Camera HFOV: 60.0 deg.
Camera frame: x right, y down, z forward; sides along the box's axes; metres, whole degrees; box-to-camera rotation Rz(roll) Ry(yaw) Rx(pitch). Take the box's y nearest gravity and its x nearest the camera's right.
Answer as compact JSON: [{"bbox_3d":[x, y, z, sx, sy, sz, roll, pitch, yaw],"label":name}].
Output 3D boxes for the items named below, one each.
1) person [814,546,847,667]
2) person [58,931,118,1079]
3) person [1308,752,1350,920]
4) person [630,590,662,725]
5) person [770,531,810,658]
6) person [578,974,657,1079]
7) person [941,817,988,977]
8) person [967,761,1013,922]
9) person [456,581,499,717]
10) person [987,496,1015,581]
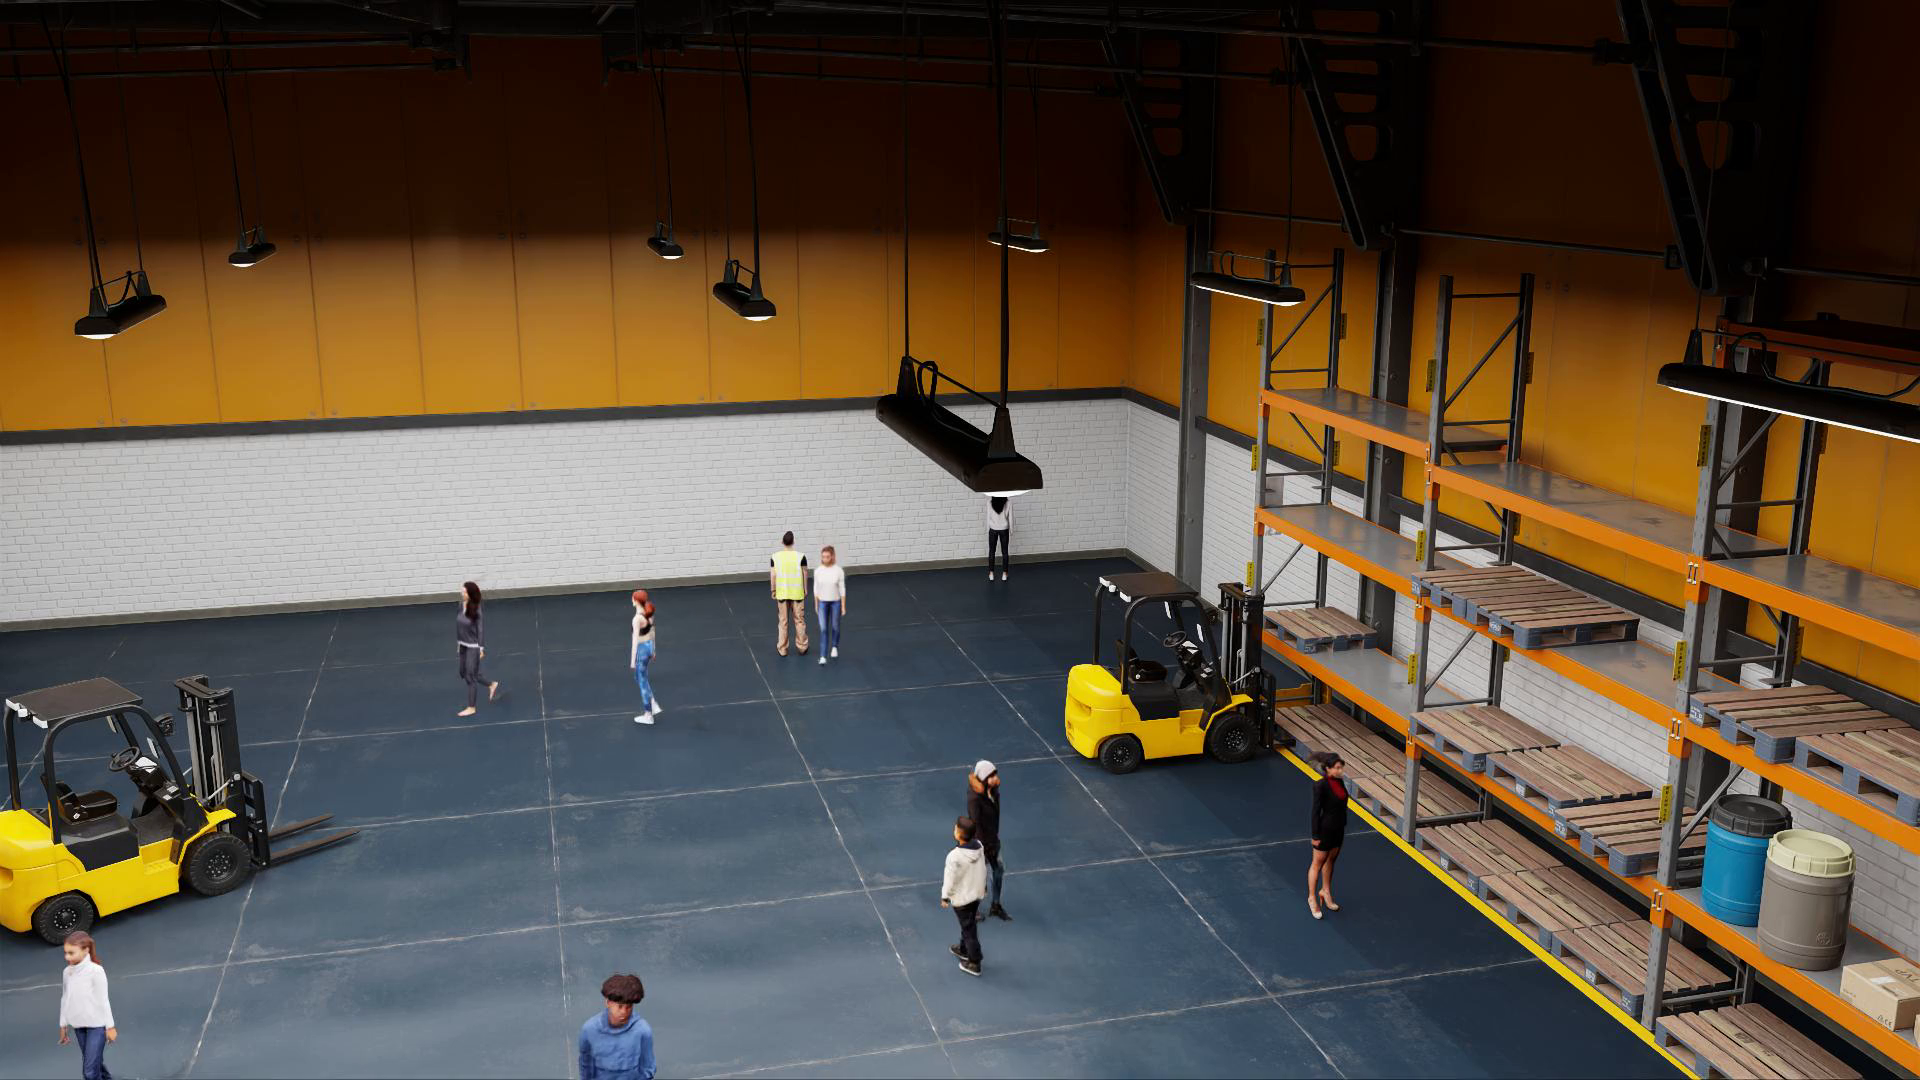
[{"bbox_3d":[-1.834,0.933,23.710,0.880,1.669,1.188,1,14,3],"label":"person"},{"bbox_3d":[-6.571,3.668,12.691,0.730,1.539,0.832,4,14,14],"label":"person"},{"bbox_3d":[3.539,2.820,15.978,0.685,1.641,0.728,-12,18,-40],"label":"person"},{"bbox_3d":[-3.947,1.500,21.132,0.785,1.780,0.722,5,15,20],"label":"person"},{"bbox_3d":[-2.455,0.767,24.020,0.747,1.846,0.774,-1,14,-5],"label":"person"},{"bbox_3d":[-2.415,3.813,11.613,0.735,1.765,1.006,-1,14,-3],"label":"person"},{"bbox_3d":[0.115,3.193,14.865,0.790,1.438,0.869,-13,19,-43],"label":"person"},{"bbox_3d":[0.145,2.861,15.860,0.867,1.617,0.808,10,17,37],"label":"person"},{"bbox_3d":[-6.324,1.379,21.682,0.988,1.755,0.994,10,17,37],"label":"person"},{"bbox_3d":[0.659,-0.169,28.193,0.667,1.701,0.639,1,14,2],"label":"person"}]
